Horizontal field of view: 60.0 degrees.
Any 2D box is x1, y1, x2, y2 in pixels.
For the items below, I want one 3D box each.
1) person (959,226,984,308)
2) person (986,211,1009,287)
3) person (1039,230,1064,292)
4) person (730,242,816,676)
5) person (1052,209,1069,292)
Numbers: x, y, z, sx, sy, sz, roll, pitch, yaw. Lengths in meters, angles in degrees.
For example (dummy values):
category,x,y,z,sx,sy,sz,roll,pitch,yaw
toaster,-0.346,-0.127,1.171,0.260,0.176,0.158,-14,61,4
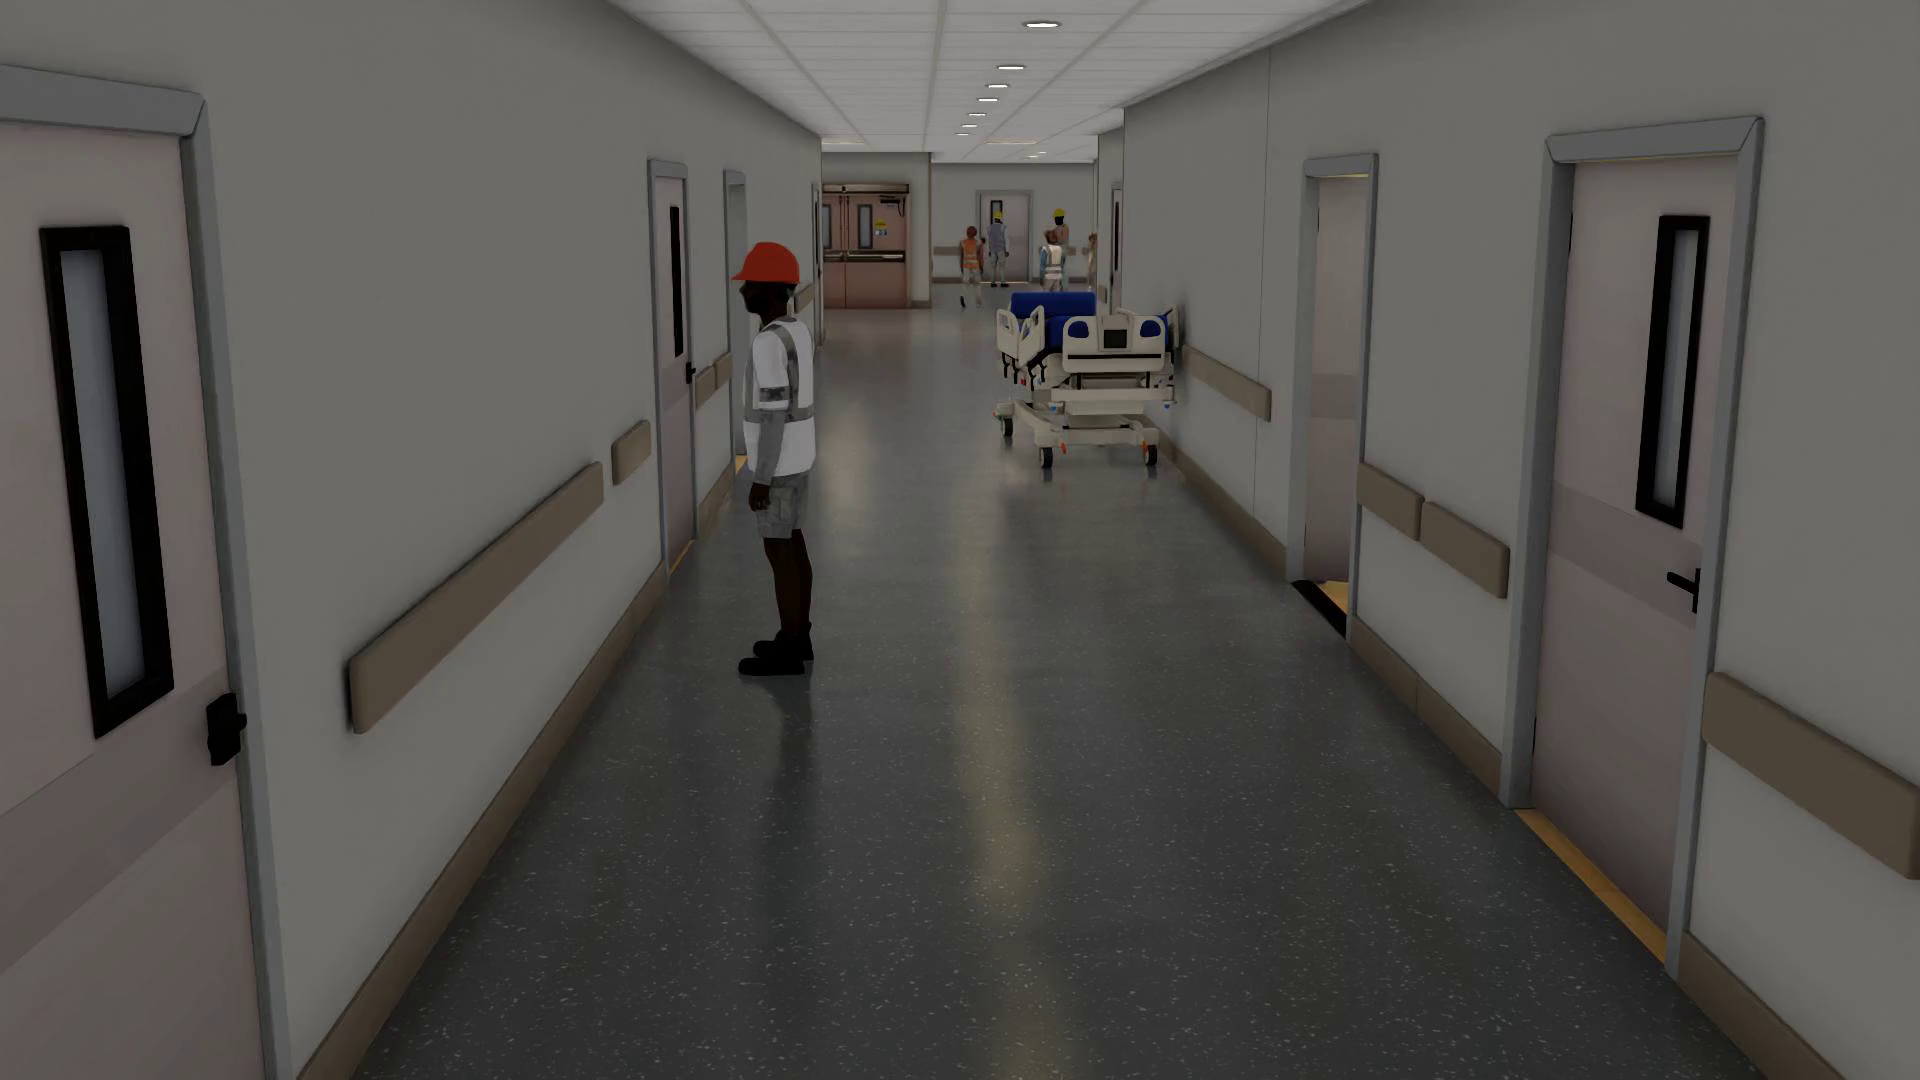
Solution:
category,x,y,z,sx,sy,sz,roll,pitch,yaw
person,0.204,-5.322,32.496,0.517,1.618,0.671,3,12,13
person,0.937,-7.053,40.362,0.590,1.837,0.403,6,13,27
person,1.547,-4.336,27.635,0.531,1.623,0.506,-10,15,-39
person,-0.832,-0.357,7.480,0.348,1.942,0.548,2,12,8
person,2.194,-6.296,36.488,0.396,1.919,0.583,-3,12,-14
